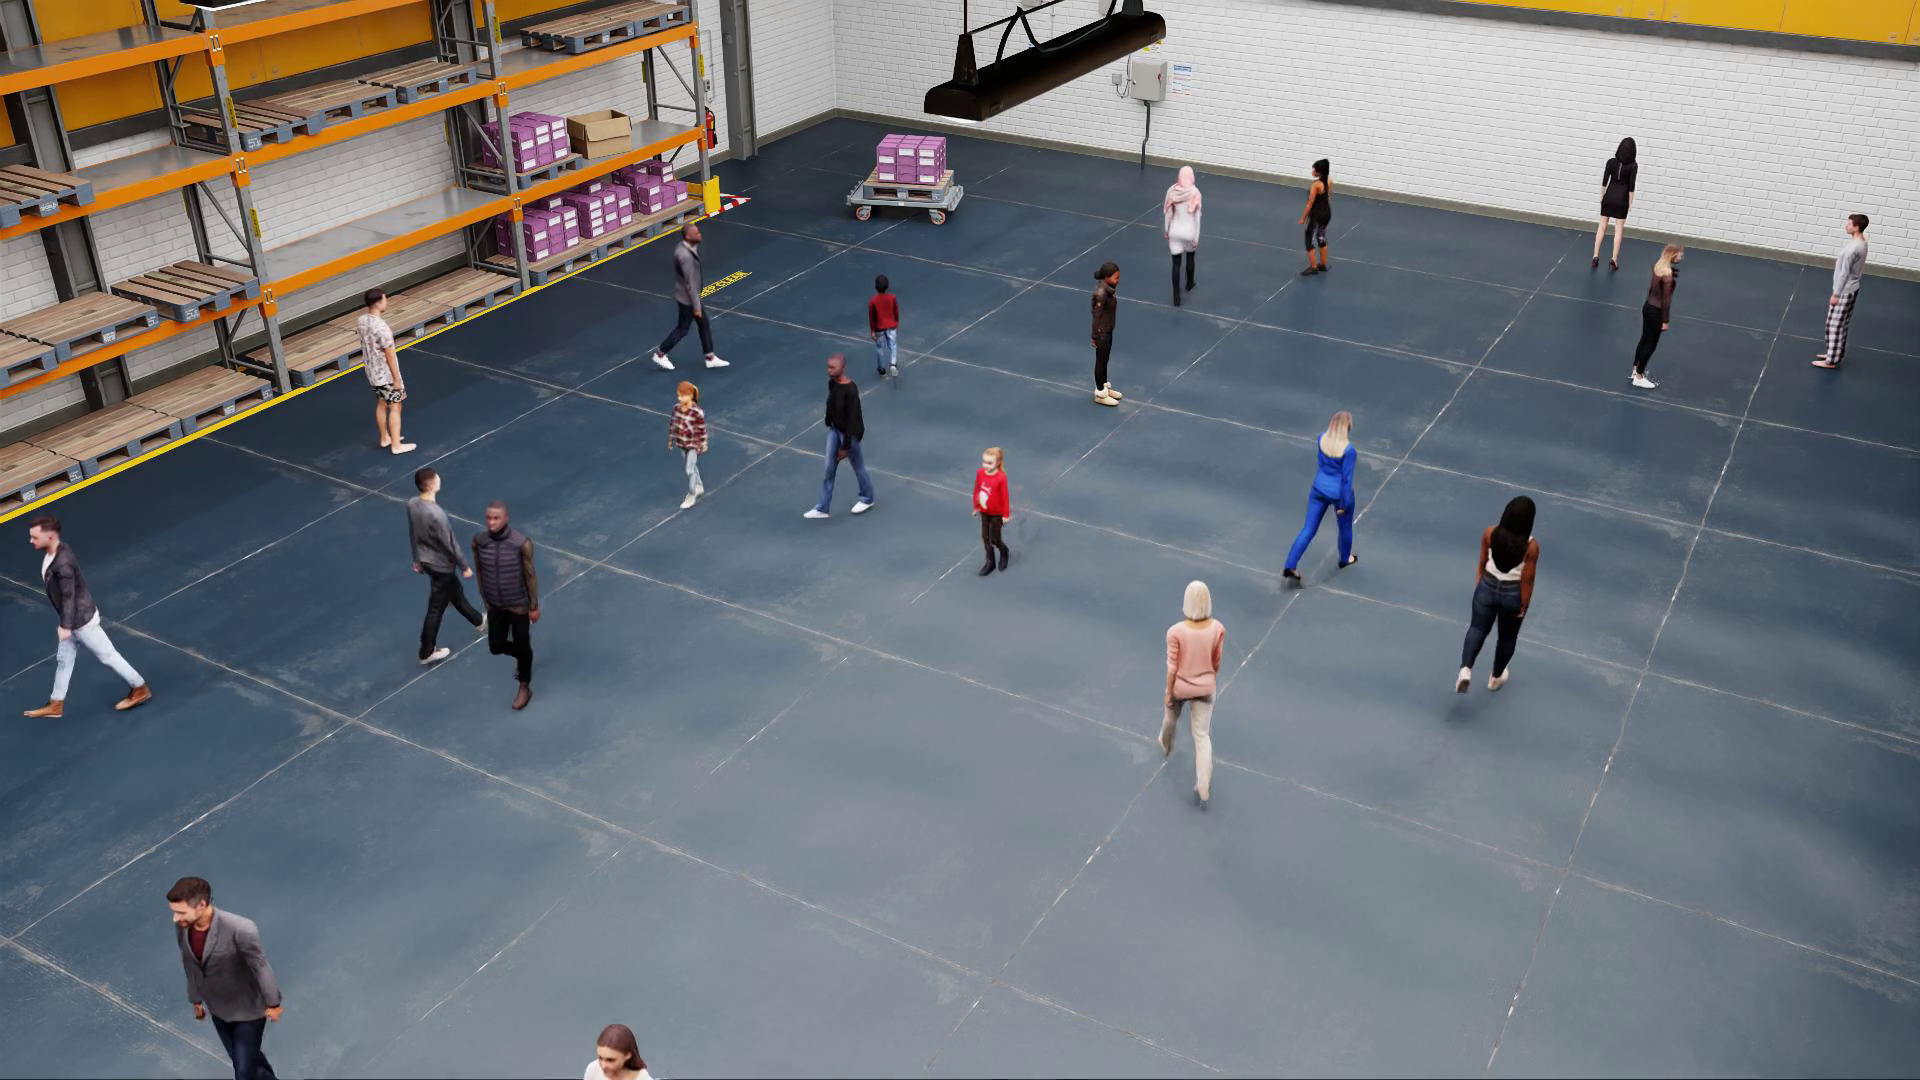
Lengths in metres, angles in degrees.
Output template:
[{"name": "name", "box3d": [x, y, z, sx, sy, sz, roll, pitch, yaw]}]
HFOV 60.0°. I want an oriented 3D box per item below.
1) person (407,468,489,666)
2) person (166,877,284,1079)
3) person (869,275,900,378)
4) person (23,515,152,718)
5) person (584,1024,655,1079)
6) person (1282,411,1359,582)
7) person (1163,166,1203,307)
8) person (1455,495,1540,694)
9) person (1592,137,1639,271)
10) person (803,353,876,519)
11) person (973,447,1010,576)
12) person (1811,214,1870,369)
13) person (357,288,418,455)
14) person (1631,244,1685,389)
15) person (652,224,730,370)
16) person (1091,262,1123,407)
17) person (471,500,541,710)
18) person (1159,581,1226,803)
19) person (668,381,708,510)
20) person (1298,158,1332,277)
[{"name": "person", "box3d": [-4.430, 0.259, 13.920, 0.769, 1.716, 1.144, 22, 35, 34]}, {"name": "person", "box3d": [-4.081, 2.593, 9.498, 0.749, 1.855, 0.697, 9, 30, 17]}, {"name": "person", "box3d": [-0.862, -2.476, 19.425, 0.665, 1.247, 0.724, -8, 30, -14]}, {"name": "person", "box3d": [-6.898, 0.601, 13.210, 1.224, 1.797, 0.934, -21, 35, -33]}, {"name": "person", "box3d": [-1.692, 3.141, 8.689, 0.761, 1.666, 1.082, 8, 30, 14]}, {"name": "person", "box3d": [3.301, -0.367, 15.121, 1.219, 1.666, 0.862, -23, 36, -36]}, {"name": "person", "box3d": [2.854, -3.896, 21.474, 0.795, 1.776, 1.081, 8, 30, 14]}, {"name": "person", "box3d": [4.327, 0.490, 13.413, 0.699, 1.796, 0.986, 20, 35, 32]}, {"name": "person", "box3d": [8.953, -4.599, 22.732, 0.618, 1.806, 0.547, 22, 35, 34]}, {"name": "person", "box3d": [-1.046, -1.030, 16.291, 0.813, 1.709, 1.116, 26, 38, 38]}, {"name": "person", "box3d": [0.329, -0.290, 15.387, 0.525, 1.276, 0.568, 19, 34, 31]}, {"name": "person", "box3d": [10.481, -2.951, 19.674, 0.709, 1.842, 0.541, 20, 35, 33]}, {"name": "person", "box3d": [-6.113, -1.785, 17.569, 0.705, 1.811, 0.628, 21, 35, 34]}, {"name": "person", "box3d": [8.043, -2.634, 19.246, 0.796, 1.695, 0.637, -3, 29, -5]}, {"name": "person", "box3d": [-3.273, -2.816, 19.486, 1.143, 1.785, 1.210, 0, 29, 1]}, {"name": "person", "box3d": [1.607, -2.341, 18.745, 0.702, 1.660, 0.633, -5, 29, -9]}, {"name": "person", "box3d": [-3.589, 0.476, 13.411, 0.838, 1.823, 0.902, 5, 29, 9]}, {"name": "person", "box3d": [1.752, 1.145, 12.340, 1.082, 1.674, 1.214, -5, 29, -8]}, {"name": "person", "box3d": [-2.675, -1.007, 16.687, 0.547, 1.289, 0.692, 18, 33, 30]}, {"name": "person", "box3d": [4.846, -4.370, 22.481, 0.529, 1.645, 0.724, -20, 35, -32]}]
